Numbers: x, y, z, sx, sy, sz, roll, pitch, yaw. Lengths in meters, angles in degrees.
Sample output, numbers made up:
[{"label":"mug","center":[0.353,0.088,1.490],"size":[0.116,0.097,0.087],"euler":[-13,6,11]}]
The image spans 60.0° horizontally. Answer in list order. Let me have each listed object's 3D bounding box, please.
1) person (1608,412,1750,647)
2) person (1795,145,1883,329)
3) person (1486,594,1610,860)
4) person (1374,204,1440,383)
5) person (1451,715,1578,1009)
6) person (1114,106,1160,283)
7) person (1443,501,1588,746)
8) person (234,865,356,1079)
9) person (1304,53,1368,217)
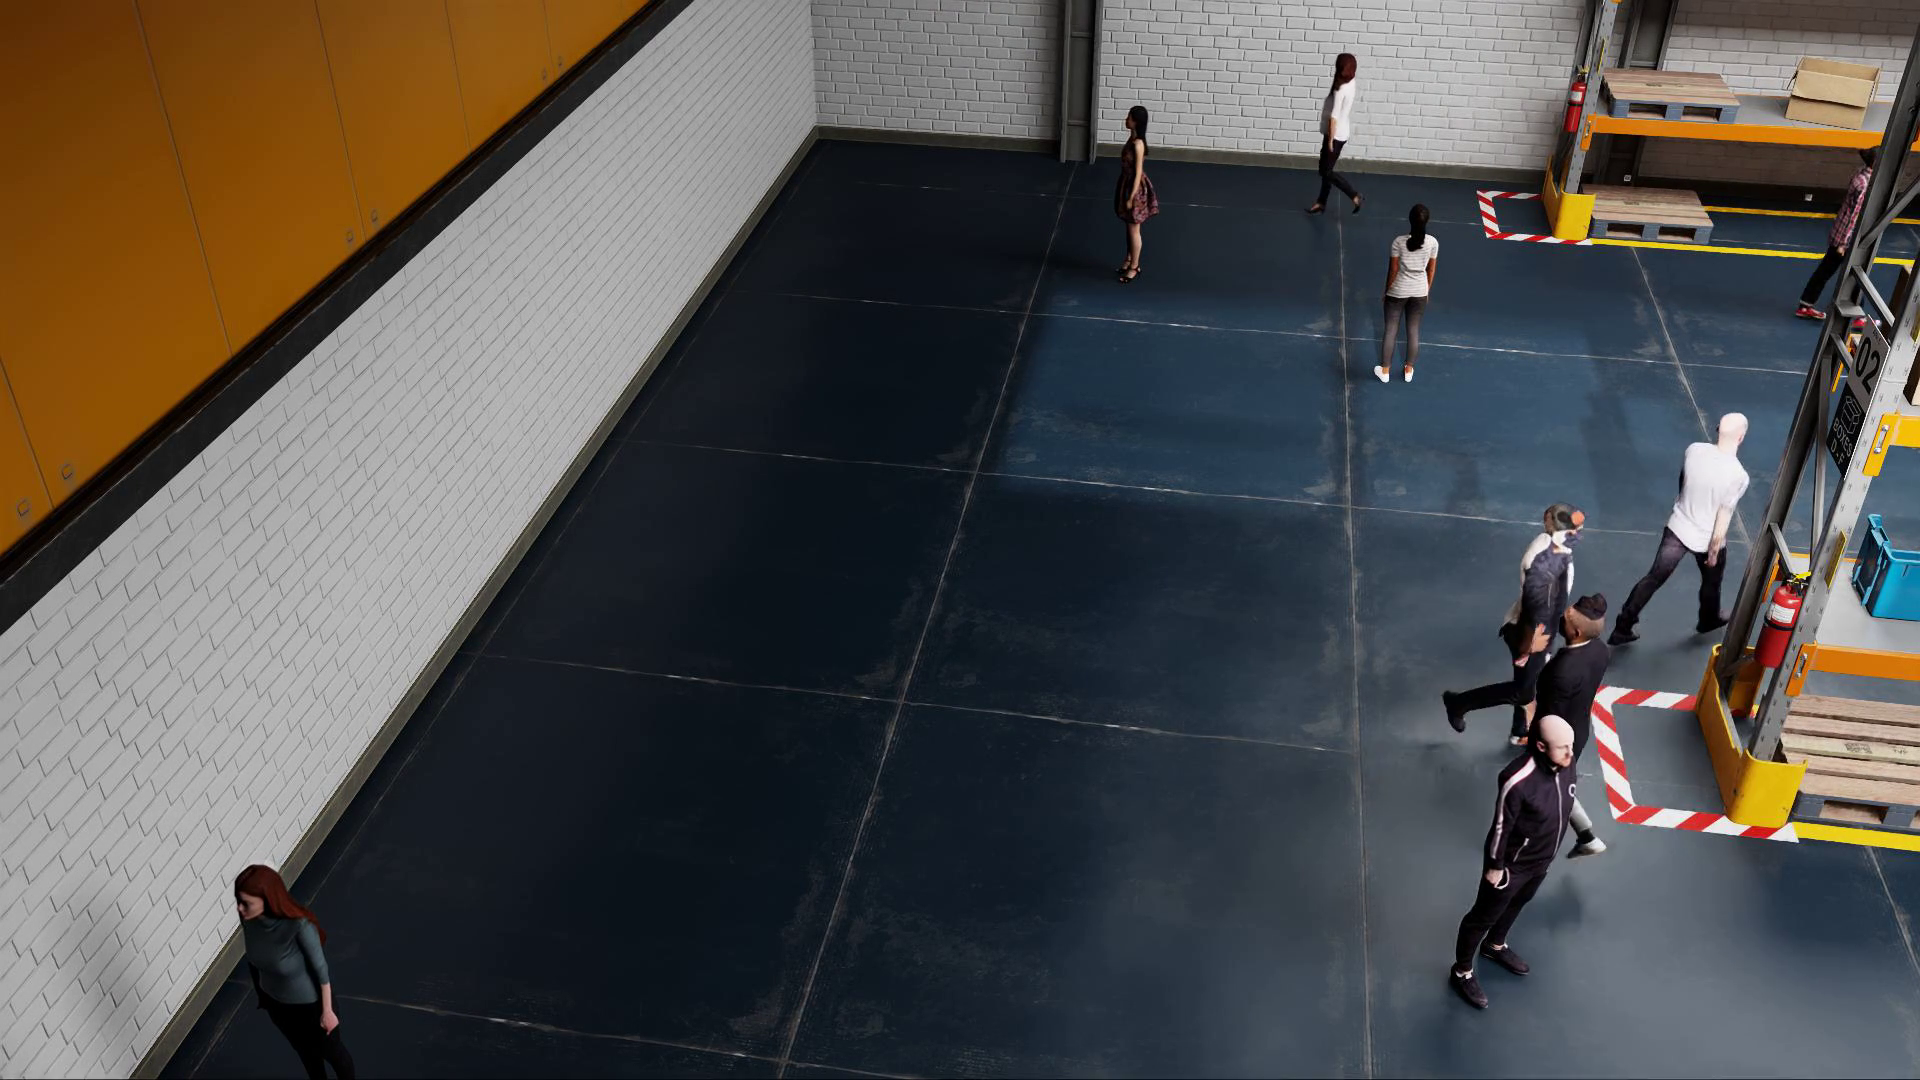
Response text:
[{"label":"person","center":[4.835,0.003,11.137],"size":[1.350,1.779,1.183],"euler":[-15,36,-21]},{"label":"person","center":[8.168,-2.821,15.427],"size":[0.955,1.734,0.717],"euler":[7,34,10]},{"label":"person","center":[3.433,1.125,9.303],"size":[1.048,1.941,0.961],"euler":[27,42,34]},{"label":"person","center":[3.901,-2.151,14.497],"size":[0.529,1.647,0.667],"euler":[-1,34,-1]},{"label":"person","center":[2.901,1.619,8.655],"size":[0.764,1.835,0.811],"euler":[-23,40,-31]},{"label":"person","center":[1.680,-3.374,16.221],"size":[0.724,1.774,0.712],"euler":[0,34,-1]},{"label":"person","center":[3.447,0.544,10.235],"size":[1.086,1.876,0.927],"euler":[14,36,20]},{"label":"person","center":[-3.134,2.182,7.892],"size":[0.528,1.742,0.687],"euler":[13,36,18]},{"label":"person","center":[4.025,-4.201,17.461],"size":[1.002,1.780,0.794],"euler":[17,37,24]}]
